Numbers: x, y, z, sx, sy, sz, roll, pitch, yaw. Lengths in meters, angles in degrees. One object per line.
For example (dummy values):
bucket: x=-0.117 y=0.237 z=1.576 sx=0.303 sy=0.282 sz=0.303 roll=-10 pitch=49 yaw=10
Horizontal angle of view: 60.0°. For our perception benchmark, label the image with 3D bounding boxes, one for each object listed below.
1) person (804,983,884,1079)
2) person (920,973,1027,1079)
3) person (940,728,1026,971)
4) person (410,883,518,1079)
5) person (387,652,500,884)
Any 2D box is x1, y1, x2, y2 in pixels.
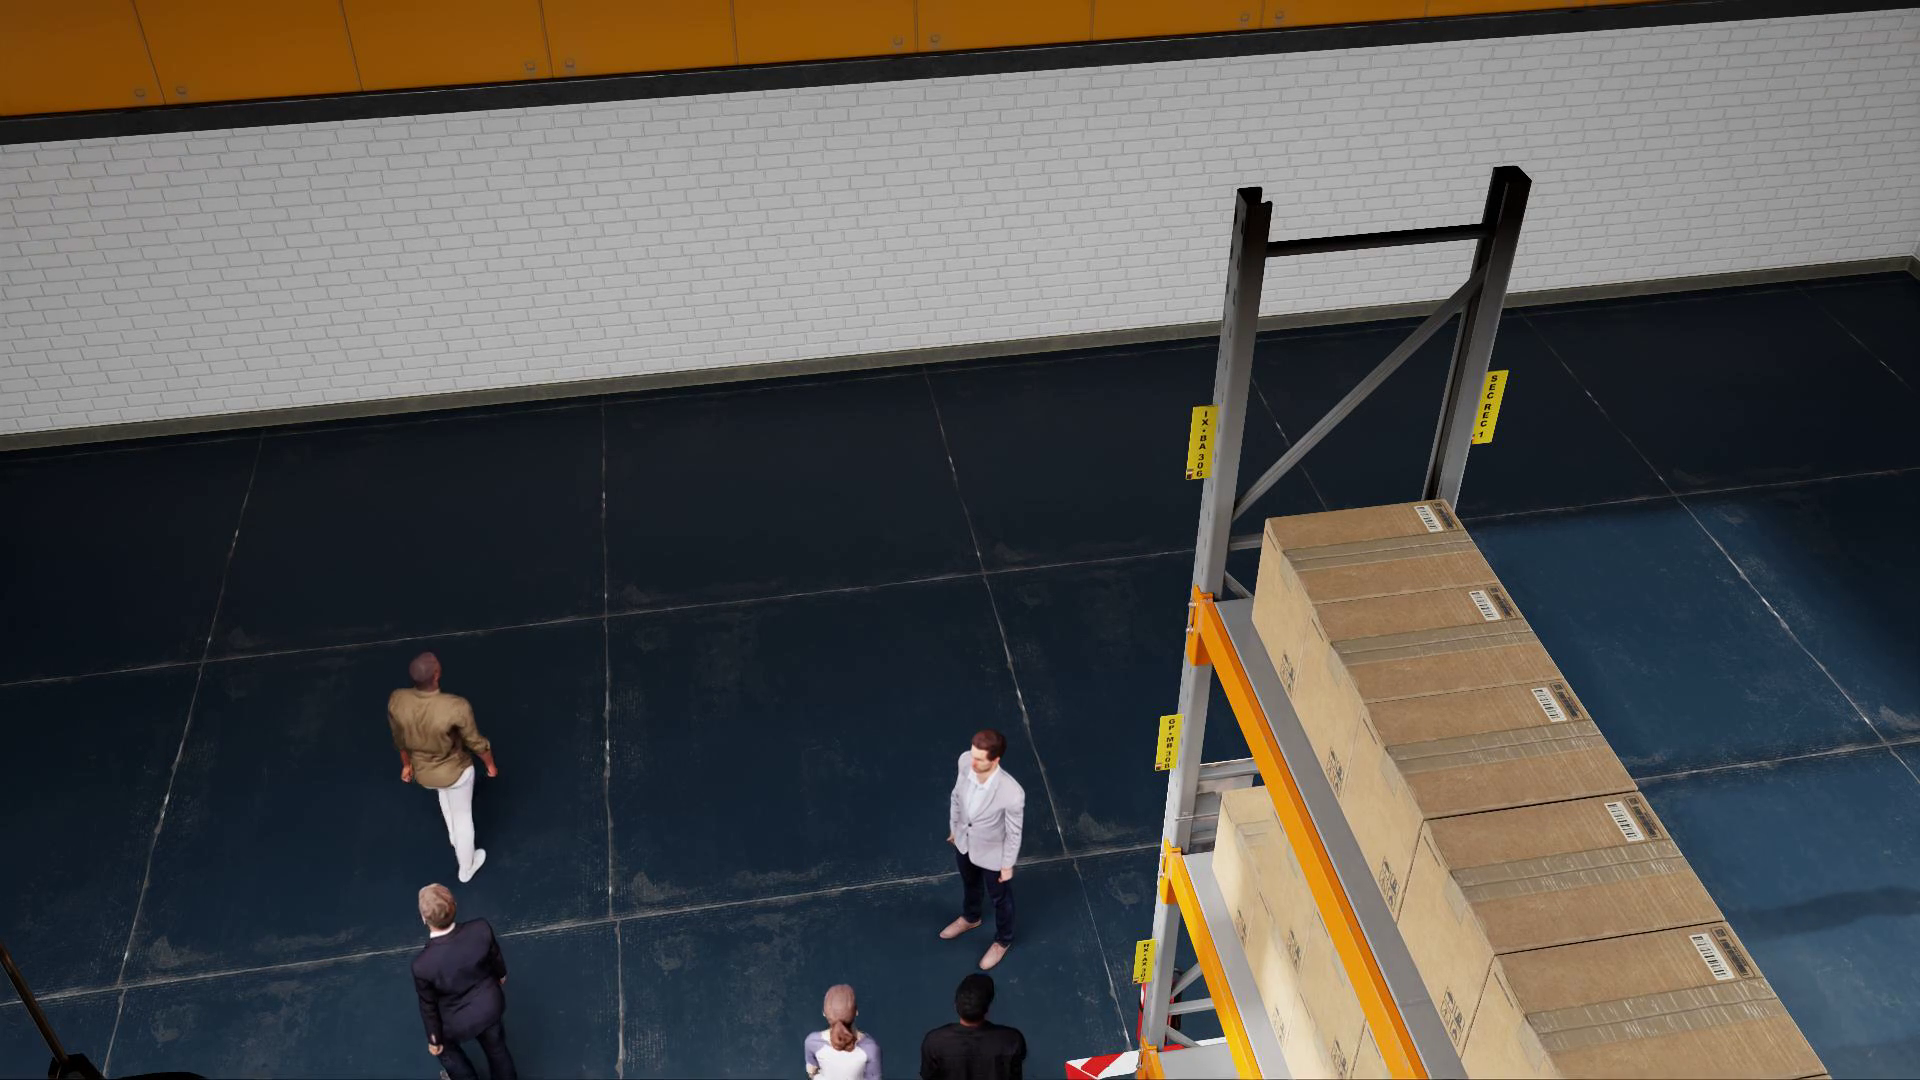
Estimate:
person: x=-0.610 y=2.985 z=8.586 sx=0.752 sy=1.717 sz=1.180 roll=2 pitch=39 yaw=3
person: x=0.078 y=2.948 z=8.573 sx=0.788 sy=1.791 sz=0.989 roll=0 pitch=39 yaw=0
person: x=0.156 y=1.806 z=9.954 sx=0.726 sy=1.853 sz=0.827 roll=32 pitch=48 yaw=33
person: x=-2.649 y=2.576 z=9.033 sx=0.910 sy=1.798 sz=0.967 roll=-30 pitch=48 yaw=-32
person: x=-3.259 y=1.483 z=10.395 sx=0.858 sy=1.808 sz=0.833 roll=7 pitch=39 yaw=8
